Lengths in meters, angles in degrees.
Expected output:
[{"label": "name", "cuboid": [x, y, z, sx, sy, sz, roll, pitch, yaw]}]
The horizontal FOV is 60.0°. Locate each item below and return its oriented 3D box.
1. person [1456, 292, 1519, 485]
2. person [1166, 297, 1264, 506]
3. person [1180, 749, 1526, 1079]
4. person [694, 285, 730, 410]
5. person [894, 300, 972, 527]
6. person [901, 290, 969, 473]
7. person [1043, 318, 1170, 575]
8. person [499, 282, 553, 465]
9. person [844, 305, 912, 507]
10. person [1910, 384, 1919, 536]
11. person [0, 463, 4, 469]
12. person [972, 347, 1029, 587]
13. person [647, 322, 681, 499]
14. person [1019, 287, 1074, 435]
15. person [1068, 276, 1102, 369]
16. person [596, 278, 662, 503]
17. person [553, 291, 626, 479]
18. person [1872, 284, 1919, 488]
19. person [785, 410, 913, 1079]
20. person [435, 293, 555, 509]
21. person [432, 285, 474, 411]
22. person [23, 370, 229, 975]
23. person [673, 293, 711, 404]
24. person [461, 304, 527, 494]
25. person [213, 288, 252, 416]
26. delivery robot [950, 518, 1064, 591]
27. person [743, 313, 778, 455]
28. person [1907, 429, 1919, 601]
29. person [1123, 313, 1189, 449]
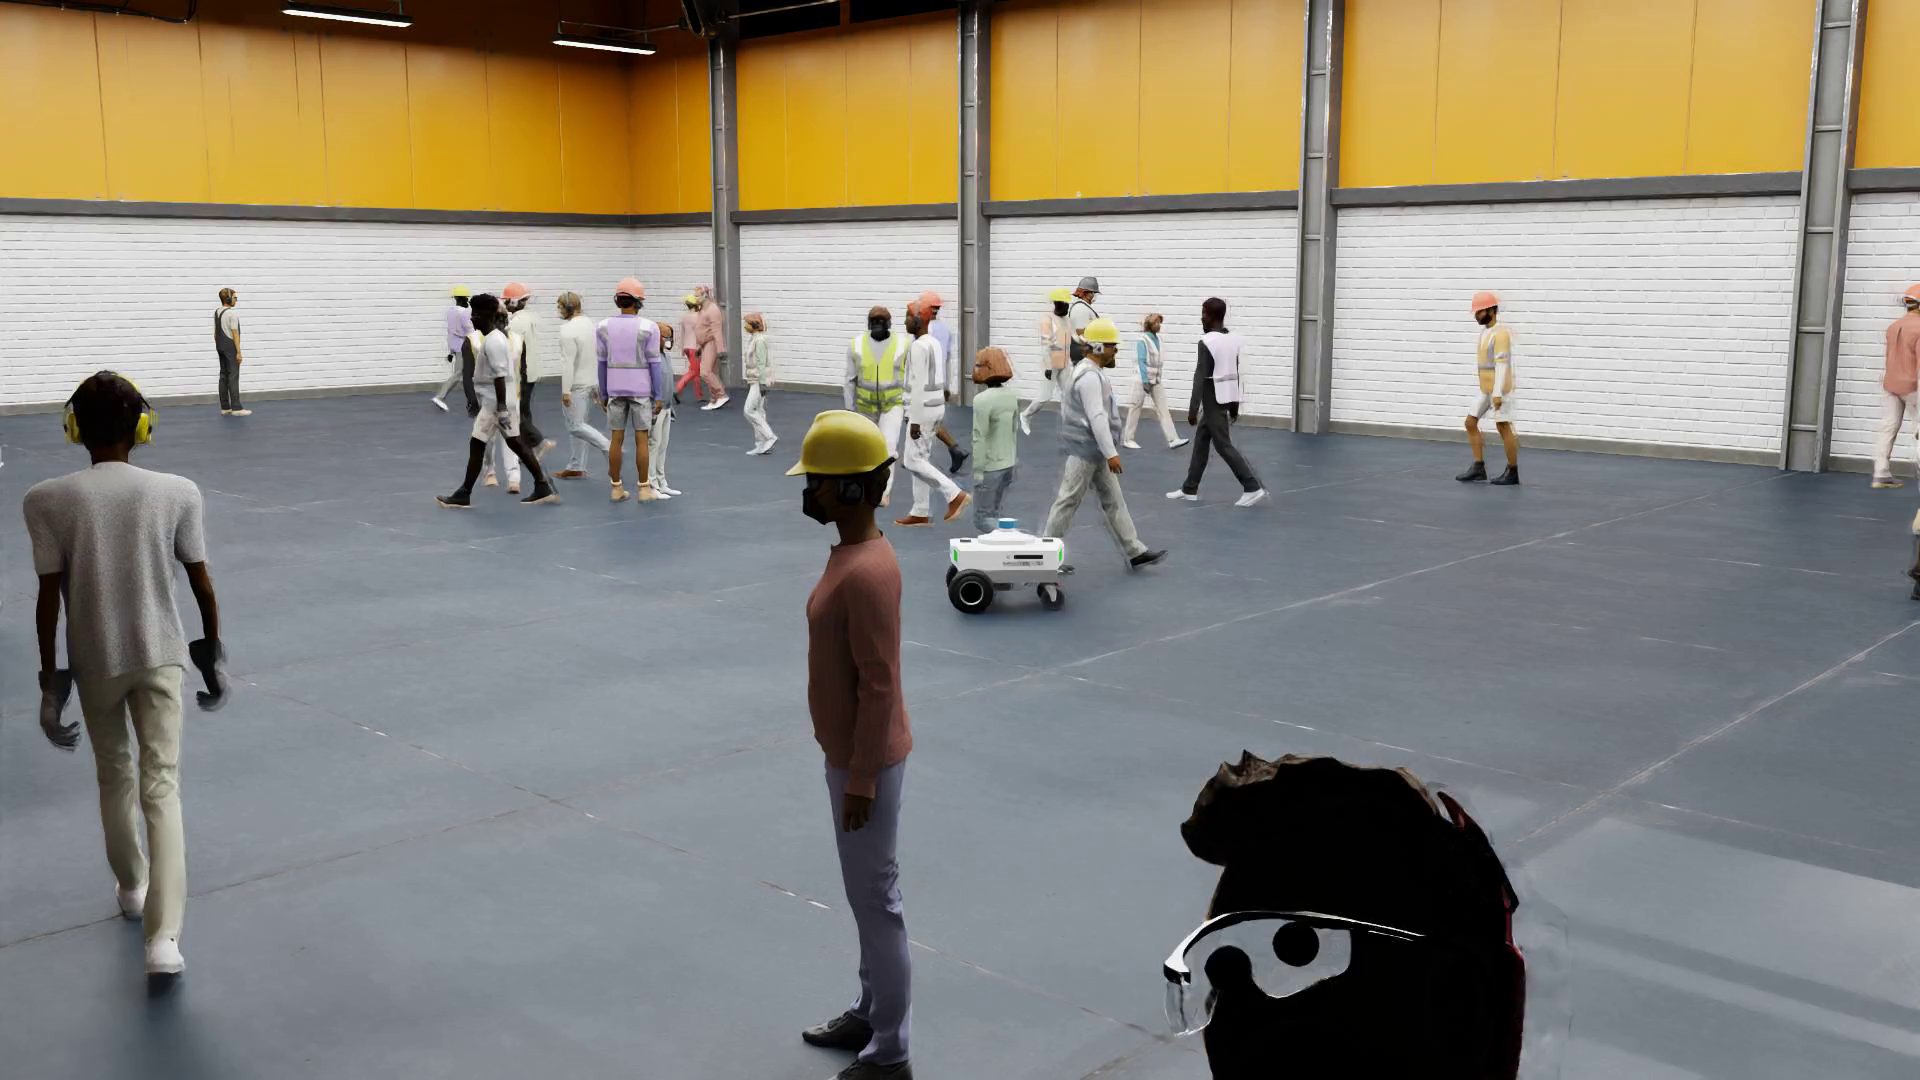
[{"label": "person", "cuboid": [5.197, -1.483, 16.356, 0.739, 1.888, 0.680, -1, 9, -3]}, {"label": "person", "cuboid": [2.330, -1.246, 14.975, 0.988, 1.877, 0.608, 6, 11, 34]}, {"label": "person", "cuboid": [0.224, 1.030, 1.133, 0.604, 1.825, 0.604, -8, 12, -40]}, {"label": "person", "cuboid": [-3.763, -2.874, 24.951, 0.417, 1.882, 0.652, -4, 10, -22]}, {"label": "person", "cuboid": [-0.237, -1.010, 13.526, 0.580, 1.872, 0.575, 2, 9, 13]}, {"label": "person", "cuboid": [-0.263, -1.643, 17.315, 0.859, 1.908, 0.545, 6, 11, 32]}, {"label": "person", "cuboid": [0.956, -0.628, 11.465, 0.945, 1.778, 0.608, 2, 9, 10]}, {"label": "person", "cuboid": [-4.686, -1.769, 17.843, 0.496, 1.977, 0.622, 1, 9, 6]}, {"label": "person", "cuboid": [-0.720, -1.244, 15.170, 0.626, 1.803, 0.941, 1, 9, 7]}, {"label": "person", "cuboid": [7.635, -0.924, 12.646, 0.633, 1.991, 1.045, -1, 9, -7]}, {"label": "person", "cuboid": [-10.357, -1.522, 16.832, 1.002, 1.815, 0.544, -2, 10, -13]}, {"label": "person", "cuboid": [0.269, -0.458, 10.931, 0.605, 1.616, 0.503, 6, 11, 32]}, {"label": "person", "cuboid": [-2.773, -1.200, 15.417, 0.279, 1.633, 0.498, 2, 9, 11]}, {"label": "person", "cuboid": [1.155, -2.211, 20.804, 0.829, 1.903, 0.591, 9, 13, 42]}, {"label": "person", "cuboid": [1.666, -2.413, 21.609, 0.537, 2.000, 0.678, 0, 9, -3]}, {"label": "person", "cuboid": [-2.983, -1.345, 15.087, 0.605, 2.033, 0.401, 1, 9, 8]}, {"label": "person", "cuboid": [-3.724, -1.524, 16.565, 0.755, 1.910, 0.641, 2, 9, 11]}, {"label": "person", "cuboid": [9.214, -1.469, 16.038, 0.661, 1.984, 0.644, -1, 9, -9]}, {"label": "person", "cuboid": [-0.282, 0.549, 4.286, 0.313, 1.767, 0.534, -1, 9, -8]}, {"label": "person", "cuboid": [-4.120, -1.227, 14.753, 1.029, 1.919, 0.623, -1, 9, -9]}, {"label": "person", "cuboid": [-7.546, -2.890, 25.012, 0.947, 1.889, 0.588, -7, 12, -37]}, {"label": "person", "cuboid": [-2.552, 0.391, 5.143, 0.538, 1.816, 1.014, -5, 10, -27]}, {"label": "person", "cuboid": [-4.266, -3.019, 26.250, 0.769, 1.740, 0.526, -8, 12, -42]}, {"label": "person", "cuboid": [-4.441, -1.358, 15.919, 0.621, 1.799, 0.976, -4, 10, -21]}, {"label": "person", "cuboid": [-10.552, -2.710, 24.022, 0.506, 1.846, 0.348, 6, 11, 33]}, {"label": "delivery robot", "cuboid": [0.294, 0.108, 10.408, 0.707, 0.478, 0.477, 0, 9, -2]}, {"label": "person", "cuboid": [-2.315, -1.757, 18.839, 0.377, 1.623, 0.547, -3, 10, -17]}, {"label": "person", "cuboid": [6.256, -0.535, 10.456, 0.564, 1.917, 0.410, -8, 12, -39]}, {"label": "person", "cuboid": [2.270, -1.838, 19.446, 0.856, 1.593, 0.539, 8, 12, 40]}]
